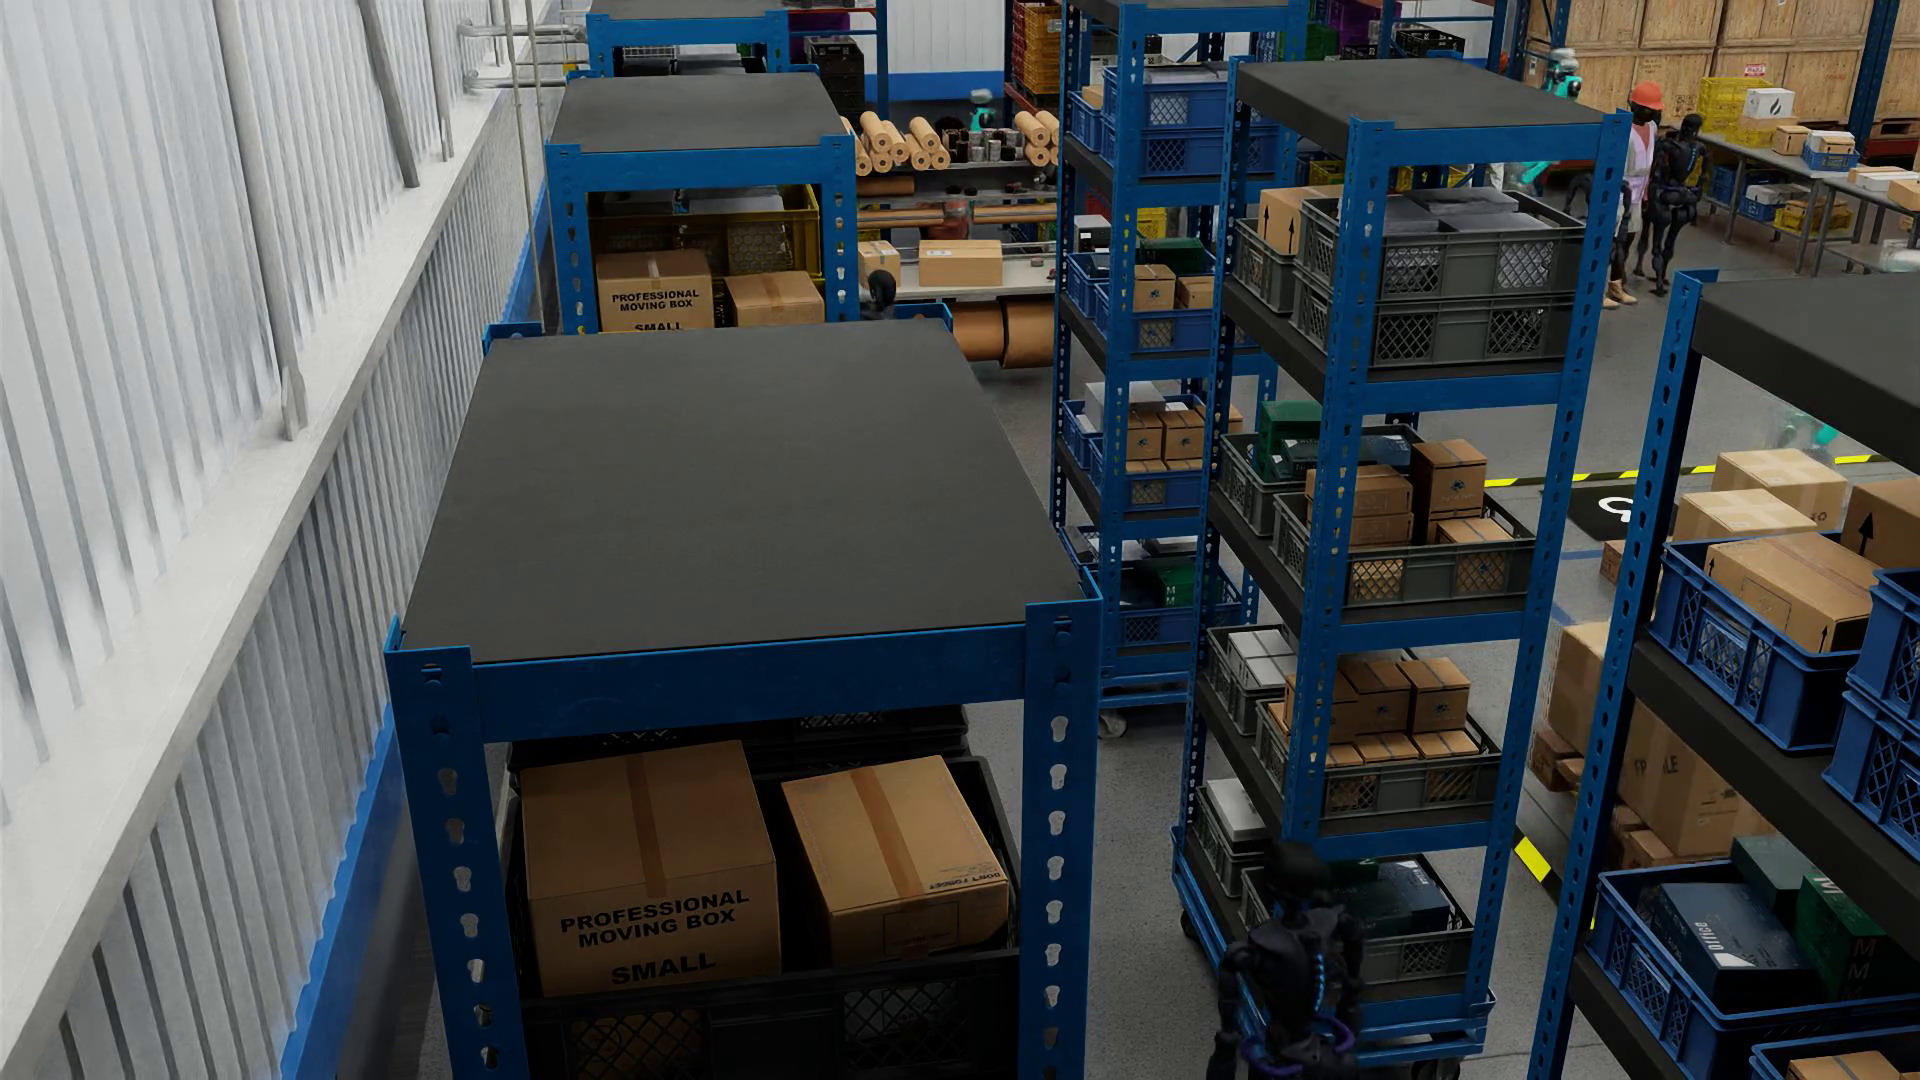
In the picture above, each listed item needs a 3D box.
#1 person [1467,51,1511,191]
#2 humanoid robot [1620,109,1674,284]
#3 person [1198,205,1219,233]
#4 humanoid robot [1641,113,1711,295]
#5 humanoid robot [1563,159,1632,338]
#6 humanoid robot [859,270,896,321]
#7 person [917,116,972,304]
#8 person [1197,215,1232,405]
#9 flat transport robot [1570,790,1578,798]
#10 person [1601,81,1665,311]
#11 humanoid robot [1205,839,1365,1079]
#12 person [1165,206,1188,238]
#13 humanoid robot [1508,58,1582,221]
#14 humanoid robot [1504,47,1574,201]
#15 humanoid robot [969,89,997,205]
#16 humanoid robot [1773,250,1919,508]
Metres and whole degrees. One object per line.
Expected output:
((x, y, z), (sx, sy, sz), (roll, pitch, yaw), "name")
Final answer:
((5.521, -4.143, 17.376), (0.572, 1.882, 0.356), (4, 25, 9), "person")
((6.394, -3.253, 15.694), (0.603, 1.646, 0.377), (12, 27, 25), "humanoid robot")
((2.421, -3.386, 15.776), (0.429, 1.842, 0.632), (-9, 26, -20), "person")
((6.596, -3.130, 15.454), (0.619, 1.644, 0.609), (-4, 25, -9), "humanoid robot")
((5.376, -2.528, 14.123), (0.591, 1.662, 0.363), (15, 29, 29), "humanoid robot")
((-0.569, -0.968, 10.776), (0.589, 1.637, 0.753), (-22, 33, -39), "humanoid robot")
((-0.112, -2.512, 13.730), (0.362, 1.962, 0.611), (20, 31, 36), "person")
((1.666, -1.262, 11.150), (0.384, 1.851, 0.588), (-3, 25, -6), "person")
((3.311, 1.316, 7.405), (0.652, 0.197, 1.431), (-4, 25, -8), "flat transport robot")
((5.975, -3.069, 14.869), (0.611, 2.031, 0.397), (-18, 30, -35), "person")
((0.999, 1.633, 5.111), (0.609, 1.622, 0.775), (-13, 28, -26), "humanoid robot")
((2.152, -3.534, 16.119), (0.588, 1.823, 0.403), (18, 30, 33), "person")
((6.119, -4.190, 17.615), (0.685, 1.767, 0.534), (2, 25, 4), "humanoid robot")
((6.339, -4.550, 18.436), (0.703, 1.798, 0.533), (15, 29, 29), "humanoid robot")
((-0.090, -3.396, 15.912), (0.881, 1.766, 0.599), (-2, 25, -4), "humanoid robot")
((5.677, -1.052, 10.874), (0.913, 1.793, 0.547), (14, 28, 28), "humanoid robot")
